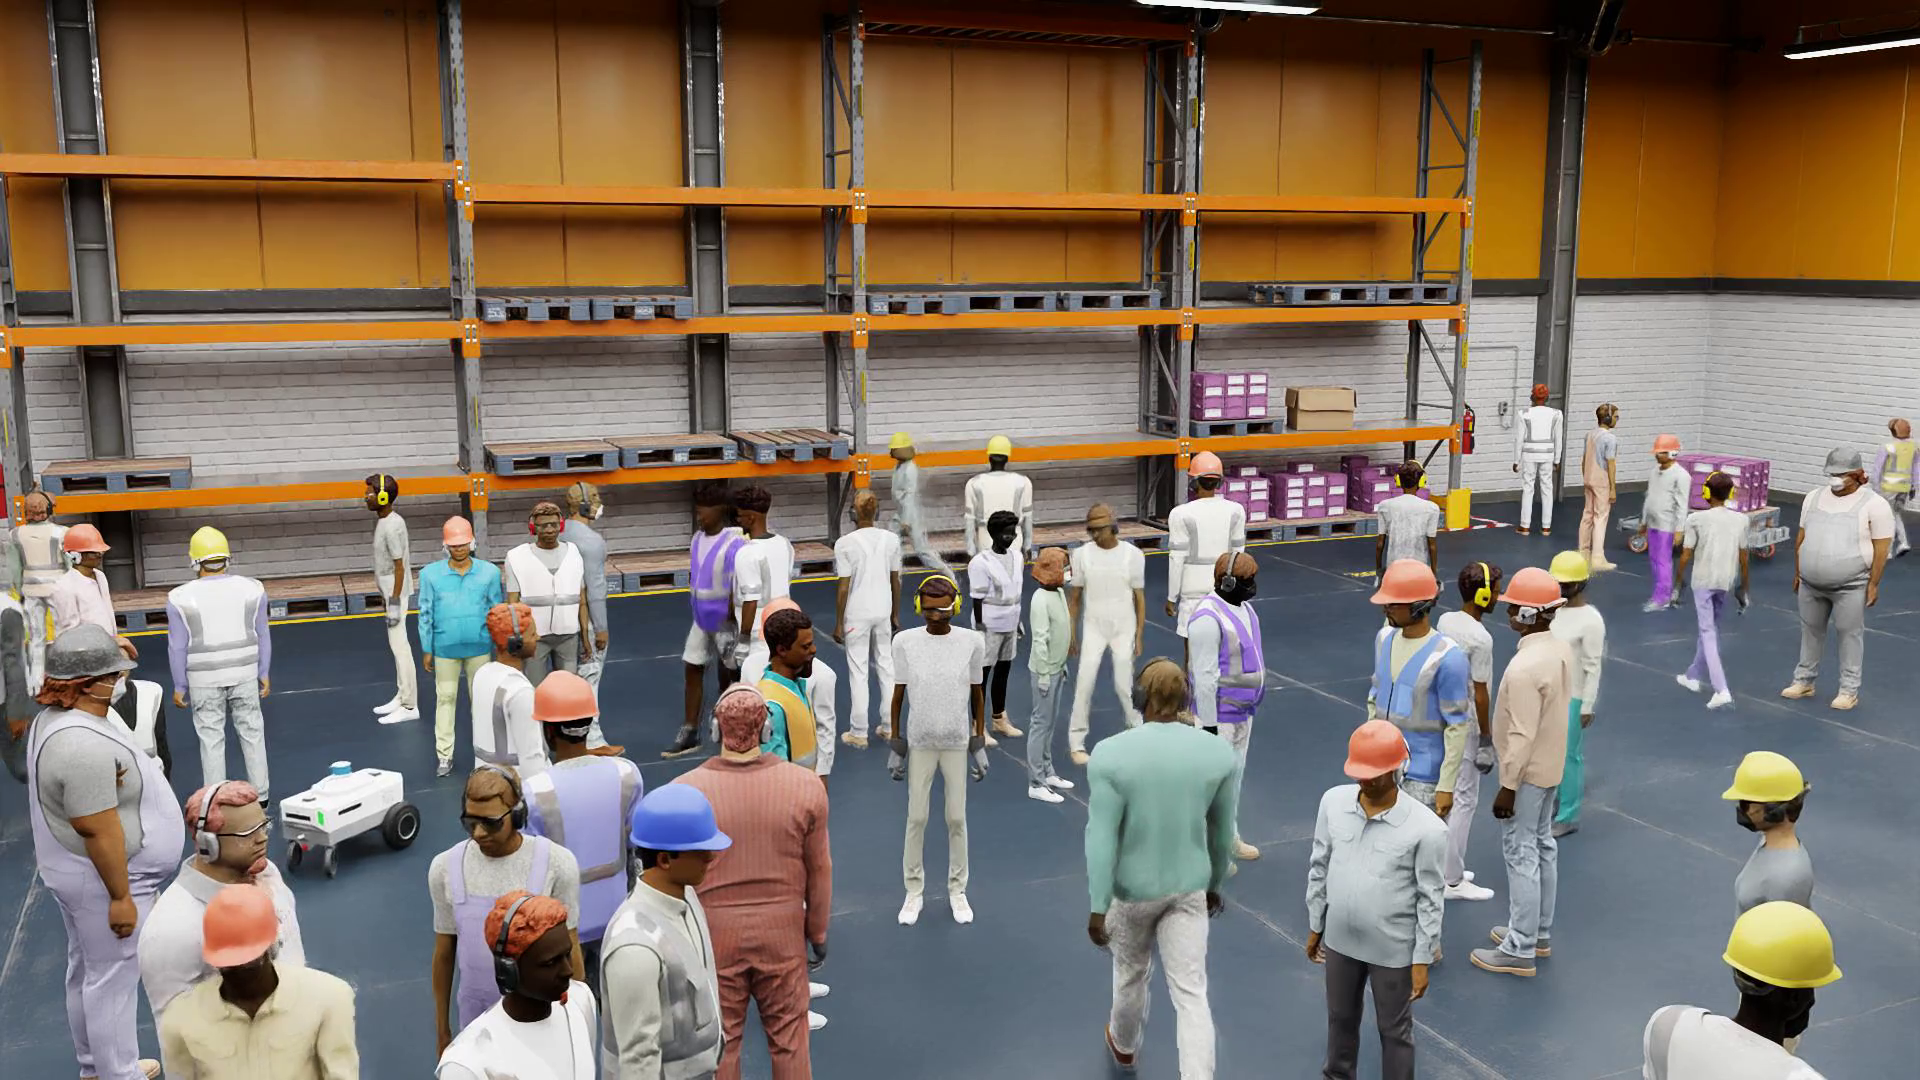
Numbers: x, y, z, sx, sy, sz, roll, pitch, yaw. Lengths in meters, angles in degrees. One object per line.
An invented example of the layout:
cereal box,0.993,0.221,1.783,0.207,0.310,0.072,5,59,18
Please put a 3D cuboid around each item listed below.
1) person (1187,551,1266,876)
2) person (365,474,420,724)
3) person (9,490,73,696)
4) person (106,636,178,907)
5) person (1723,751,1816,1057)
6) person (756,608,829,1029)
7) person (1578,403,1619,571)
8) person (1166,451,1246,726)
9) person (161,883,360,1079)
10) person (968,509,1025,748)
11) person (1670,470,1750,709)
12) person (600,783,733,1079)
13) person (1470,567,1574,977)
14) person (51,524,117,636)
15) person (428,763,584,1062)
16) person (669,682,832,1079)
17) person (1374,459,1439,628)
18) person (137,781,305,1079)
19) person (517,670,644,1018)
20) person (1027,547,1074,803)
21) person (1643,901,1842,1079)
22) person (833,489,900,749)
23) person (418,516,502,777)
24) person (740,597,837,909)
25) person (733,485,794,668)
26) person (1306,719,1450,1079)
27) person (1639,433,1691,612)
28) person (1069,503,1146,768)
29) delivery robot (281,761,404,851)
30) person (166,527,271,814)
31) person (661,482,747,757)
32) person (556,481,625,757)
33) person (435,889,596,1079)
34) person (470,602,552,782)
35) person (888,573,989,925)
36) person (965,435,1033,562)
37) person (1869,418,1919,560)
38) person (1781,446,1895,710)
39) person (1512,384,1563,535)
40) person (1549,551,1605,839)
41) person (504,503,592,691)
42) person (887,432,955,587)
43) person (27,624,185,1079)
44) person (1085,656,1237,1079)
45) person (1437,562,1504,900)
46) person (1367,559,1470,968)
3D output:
person,1.519,0.967,9.457,0.429,1.837,0.627,6,12,33
person,-4.248,0.433,12.407,0.336,1.873,0.521,-4,11,-21
person,-7.176,0.430,13.088,0.514,1.642,0.310,0,10,-2
person,-4.139,1.273,8.233,0.307,1.639,0.525,6,12,32
person,2.857,1.615,5.937,0.342,1.756,0.534,4,11,21
person,-0.801,1.249,7.571,0.385,1.918,0.596,0,10,-2
person,7.067,-0.589,18.371,0.328,1.844,0.513,-2,10,-13
person,1.801,0.362,12.324,0.605,2.044,0.374,-3,10,-17
person,-2.062,1.808,4.987,0.553,1.718,0.856,-3,10,-16
person,0.267,0.616,11.859,0.322,1.694,0.534,9,13,41
person,5.858,0.369,12.934,0.533,1.827,0.989,0,10,-2
person,-0.882,1.678,5.053,0.412,1.939,0.613,1,10,6
person,2.760,1.117,8.106,0.381,1.994,0.622,7,12,36
person,-5.663,0.759,10.868,0.330,1.751,0.565,-1,10,-5
person,-1.523,1.631,5.622,0.515,1.835,0.355,0,10,-1
person,-0.807,1.477,6.289,0.643,1.908,0.399,-2,10,-12
person,3.578,0.284,13.308,0.510,1.860,0.333,6,11,29
person,-2.214,1.670,5.174,0.407,1.910,0.638,1,10,4
person,-1.474,1.449,6.391,0.547,1.928,0.381,-9,13,-41
person,0.588,0.848,10.694,0.279,1.634,0.498,3,10,18
person,1.977,1.833,4.222,0.385,1.921,0.586,-5,11,-26
person,-0.658,0.557,11.767,0.507,1.845,0.339,-6,11,-29
person,-3.342,0.704,11.177,0.560,1.753,0.328,-4,11,-22
person,-0.915,1.151,8.610,0.561,1.751,0.326,4,11,21
person,-1.327,0.609,11.124,0.371,1.962,0.610,4,11,22
person,1.578,1.533,6.422,0.563,1.747,0.331,9,13,42
person,6.849,-0.168,16.238,0.344,1.756,0.571,-2,10,-10
person,0.999,0.654,11.327,0.546,1.815,0.483,3,10,16
delivery robot,-3.566,1.526,9.617,0.477,0.478,0.707,4,11,23
person,-4.549,0.827,10.237,0.591,1.836,0.404,-7,12,-37
person,-1.658,0.540,11.642,0.631,1.954,0.756,9,13,42
person,-2.609,0.556,11.506,0.379,1.940,0.629,-7,12,-37
person,-1.097,1.826,4.353,0.356,1.882,0.574,3,10,19
person,-2.090,1.223,7.823,0.359,1.883,0.573,-7,12,-36
person,-0.113,1.085,8.672,0.531,1.864,0.316,0,10,-3
person,0.341,0.028,14.637,0.594,1.903,0.586,0,10,2
person,10.606,-0.574,18.921,0.523,1.625,0.369,-2,10,-12
person,6.727,0.277,12.817,0.537,2.000,0.689,-7,12,-34
person,7.142,-0.992,20.581,0.574,1.883,0.355,1,10,6
person,3.581,0.921,9.932,0.367,1.750,0.542,-5,11,-26
person,-2.761,0.655,11.200,0.567,1.847,0.389,-6,11,-30
person,-0.472,-0.261,16.894,0.827,1.711,0.493,-4,11,-24
person,-3.434,1.330,6.748,0.538,2.000,0.684,-8,13,-39
person,0.815,1.422,6.722,0.654,1.875,1.093,-1,10,-8
person,2.743,1.032,9.016,0.346,1.857,0.523,-2,10,-11
person,2.172,1.095,8.111,0.390,2.036,0.615,-5,11,-25
